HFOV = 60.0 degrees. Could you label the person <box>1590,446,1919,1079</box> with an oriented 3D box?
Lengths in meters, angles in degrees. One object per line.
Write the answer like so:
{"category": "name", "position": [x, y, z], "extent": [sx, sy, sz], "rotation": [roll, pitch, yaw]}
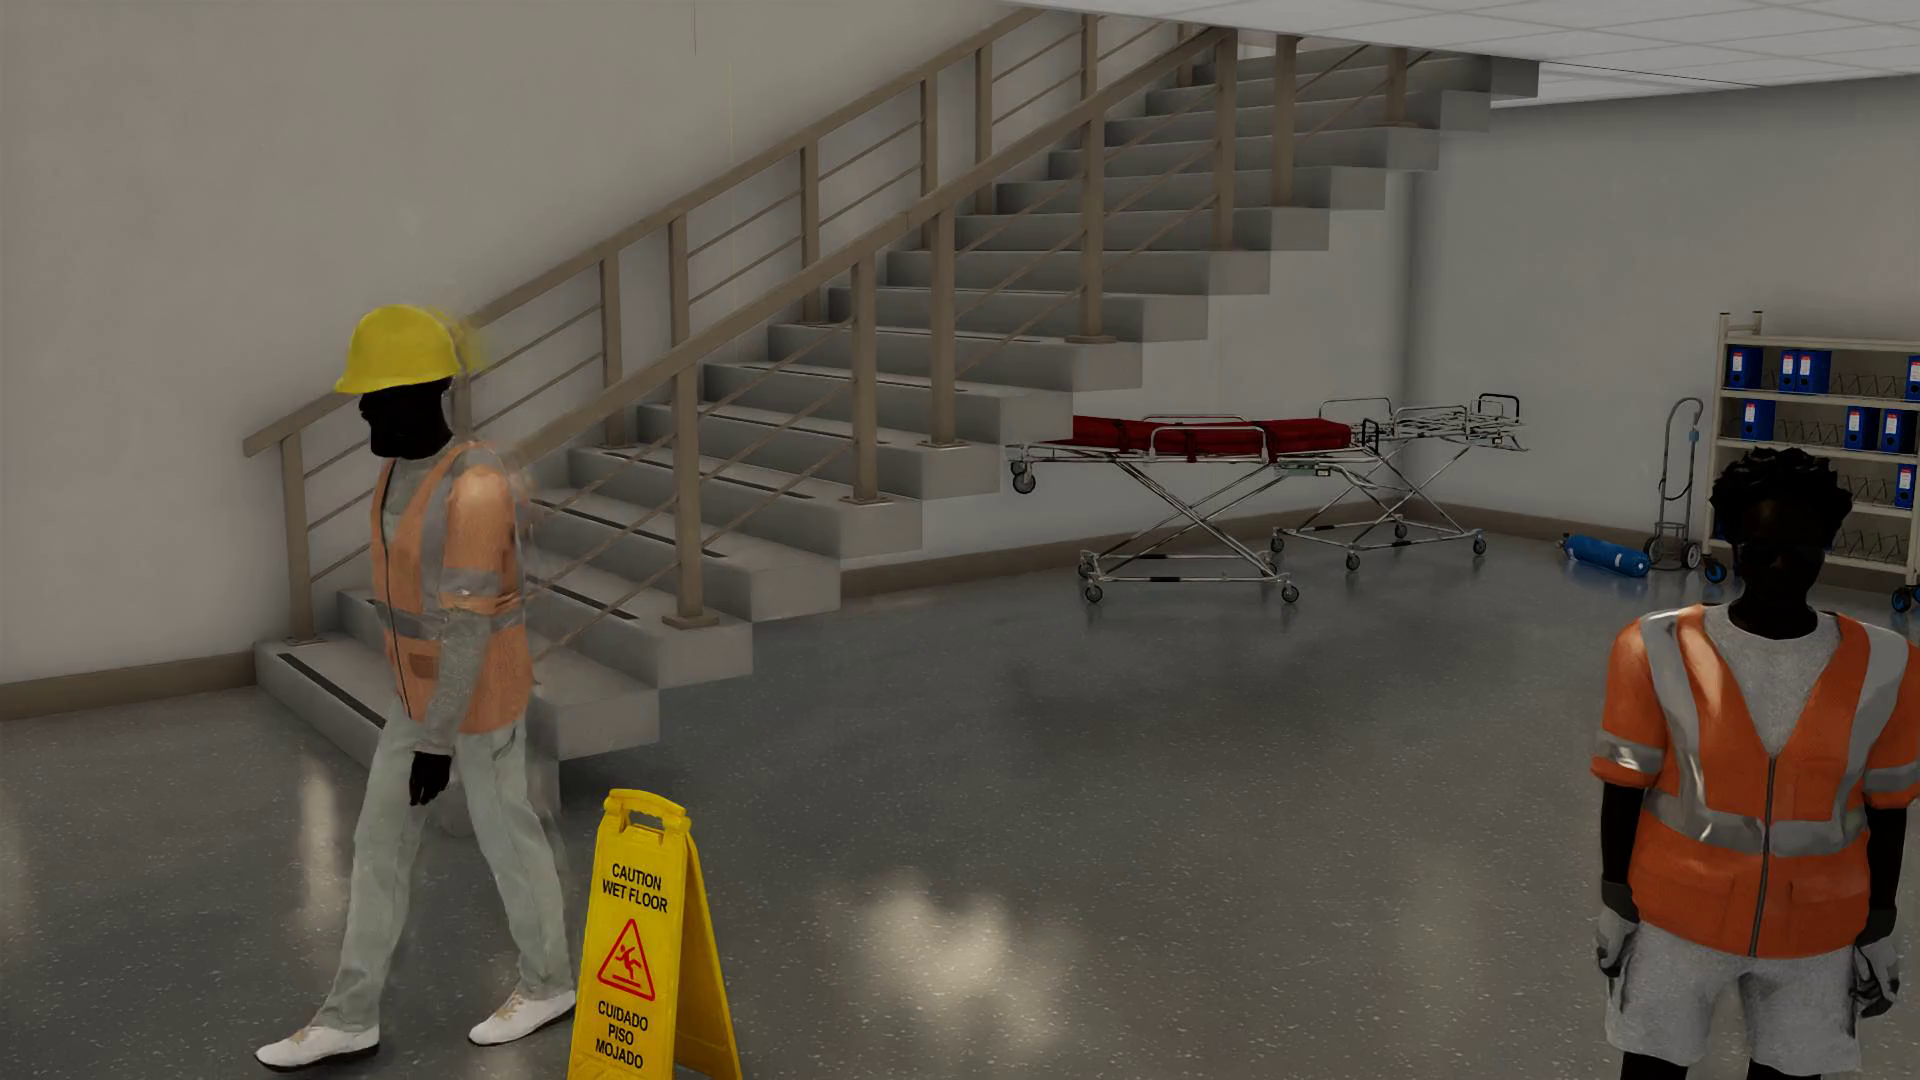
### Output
{"category": "person", "position": [1.389, 0.674, 2.949], "extent": [0.536, 1.696, 0.322], "rotation": [3, 10, 16]}

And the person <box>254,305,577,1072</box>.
{"category": "person", "position": [-1.316, 0.391, 3.998], "extent": [0.592, 1.891, 0.858], "rotation": [9, 14, 43]}
